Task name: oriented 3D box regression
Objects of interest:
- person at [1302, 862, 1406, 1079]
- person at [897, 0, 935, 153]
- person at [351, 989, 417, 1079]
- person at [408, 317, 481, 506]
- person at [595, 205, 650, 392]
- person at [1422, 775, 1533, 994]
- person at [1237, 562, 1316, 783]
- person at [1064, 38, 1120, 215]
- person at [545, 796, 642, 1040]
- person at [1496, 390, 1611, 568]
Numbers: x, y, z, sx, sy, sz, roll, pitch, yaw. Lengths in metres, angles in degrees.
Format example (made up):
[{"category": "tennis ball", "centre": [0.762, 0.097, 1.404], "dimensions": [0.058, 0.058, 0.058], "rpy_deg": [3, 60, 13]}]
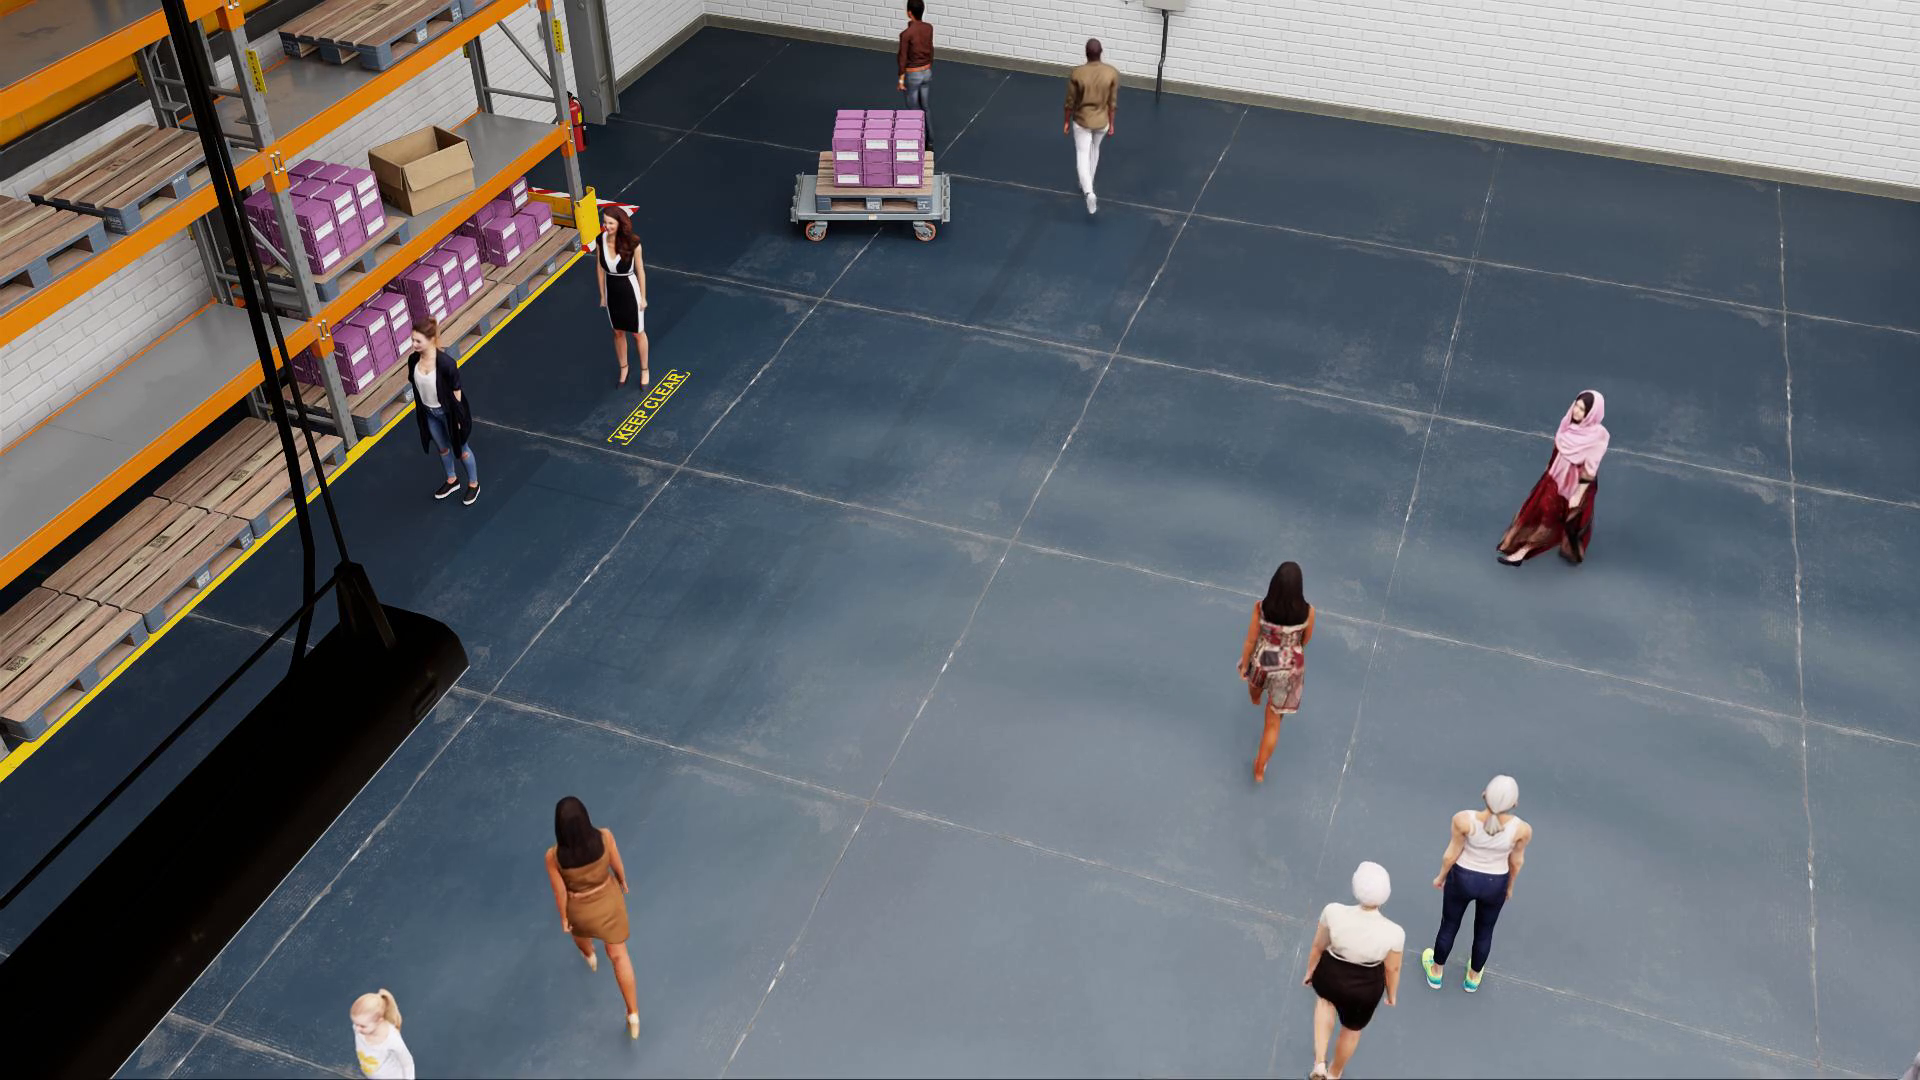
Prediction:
[{"category": "person", "centre": [2.075, 2.459, 8.993], "dimensions": [0.672, 1.739, 0.714], "rpy_deg": [16, 41, 19]}, {"category": "person", "centre": [-0.468, -5.149, 18.489], "dimensions": [0.620, 1.778, 0.762], "rpy_deg": [-30, 48, -32]}, {"category": "person", "centre": [-3.032, 2.840, 8.886], "dimensions": [0.504, 1.279, 0.511], "rpy_deg": [17, 42, 21]}, {"category": "person", "centre": [-4.167, -1.041, 13.421], "dimensions": [0.619, 1.683, 0.533], "rpy_deg": [13, 40, 15]}, {"category": "person", "centre": [-2.972, -2.140, 14.706], "dimensions": [0.607, 1.795, 0.528], "rpy_deg": [7, 39, 9]}, {"category": "person", "centre": [2.983, 1.994, 9.605], "dimensions": [0.623, 1.702, 0.569], "rpy_deg": [8, 39, 9]}, {"category": "person", "centre": [2.095, 0.906, 11.053], "dimensions": [0.717, 1.596, 1.184], "rpy_deg": [7, 39, 8]}, {"category": "person", "centre": [1.392, -4.325, 17.448], "dimensions": [1.037, 1.789, 1.222], "rpy_deg": [-5, 39, -6]}, {"category": "person", "centre": [-2.057, 2.146, 9.453], "dimensions": [1.056, 1.654, 1.100], "rpy_deg": [-17, 42, -20]}, {"category": "person", "centre": [4.743, -0.468, 12.757], "dimensions": [1.173, 1.615, 1.103], "rpy_deg": [-17, 42, -20]}]
